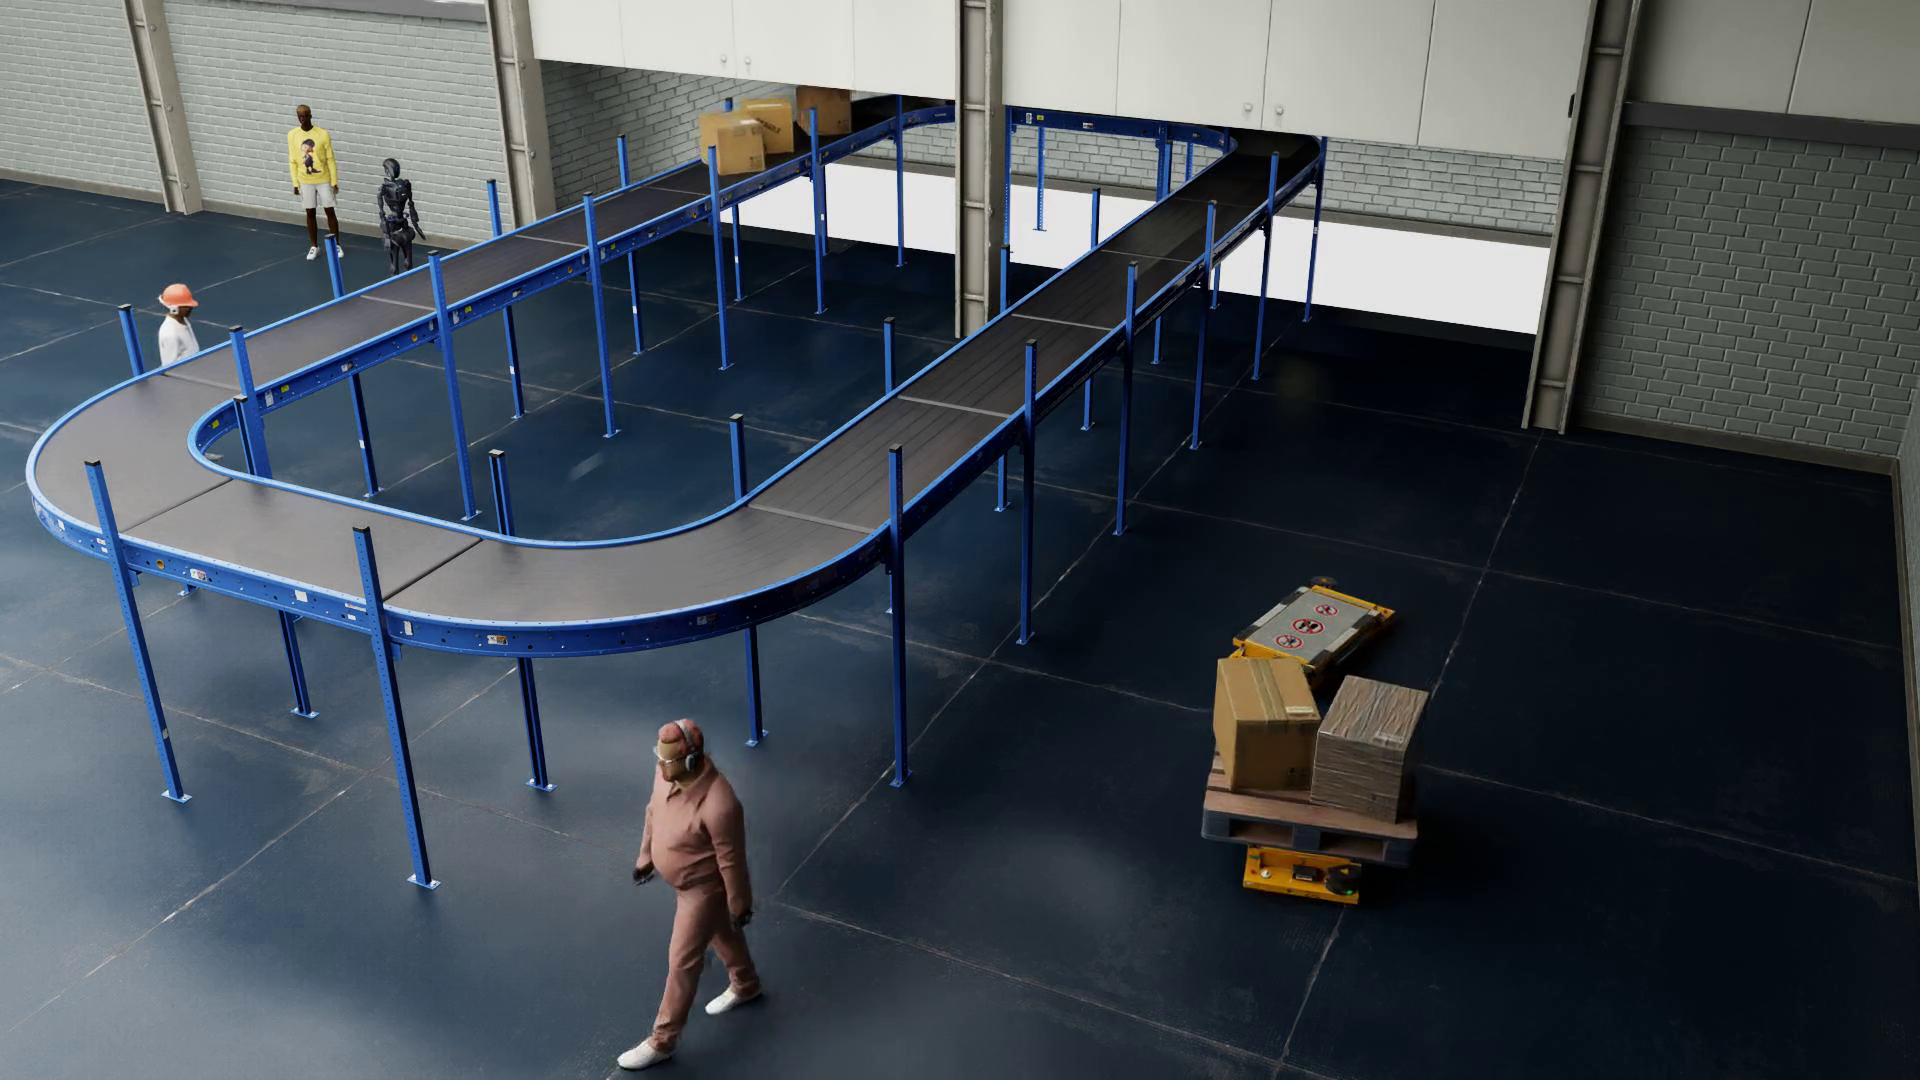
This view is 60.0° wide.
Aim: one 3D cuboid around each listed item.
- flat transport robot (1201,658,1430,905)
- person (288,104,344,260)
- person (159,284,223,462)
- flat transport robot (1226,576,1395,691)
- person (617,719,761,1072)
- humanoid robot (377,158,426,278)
[{"bbox_3d":[2.108,1.669,10.113,0.659,0.231,1.431,6,27,13],"label":"flat transport robot"},{"bbox_3d":[-7.973,-4.425,20.560,0.539,1.899,0.377,-6,27,-11],"label":"person"},{"bbox_3d":[-6.806,-1.415,14.681,0.394,1.734,0.561,-5,27,-10],"label":"person"},{"bbox_3d":[2.552,0.687,12.091,0.659,0.231,1.431,19,32,34],"label":"flat transport robot"},{"bbox_3d":[-1.406,1.716,8.228,0.948,1.867,0.651,-15,30,-27],"label":"person"},{"bbox_3d":[-6.400,-3.539,19.008,0.315,1.657,0.599,12,29,23],"label":"humanoid robot"}]
